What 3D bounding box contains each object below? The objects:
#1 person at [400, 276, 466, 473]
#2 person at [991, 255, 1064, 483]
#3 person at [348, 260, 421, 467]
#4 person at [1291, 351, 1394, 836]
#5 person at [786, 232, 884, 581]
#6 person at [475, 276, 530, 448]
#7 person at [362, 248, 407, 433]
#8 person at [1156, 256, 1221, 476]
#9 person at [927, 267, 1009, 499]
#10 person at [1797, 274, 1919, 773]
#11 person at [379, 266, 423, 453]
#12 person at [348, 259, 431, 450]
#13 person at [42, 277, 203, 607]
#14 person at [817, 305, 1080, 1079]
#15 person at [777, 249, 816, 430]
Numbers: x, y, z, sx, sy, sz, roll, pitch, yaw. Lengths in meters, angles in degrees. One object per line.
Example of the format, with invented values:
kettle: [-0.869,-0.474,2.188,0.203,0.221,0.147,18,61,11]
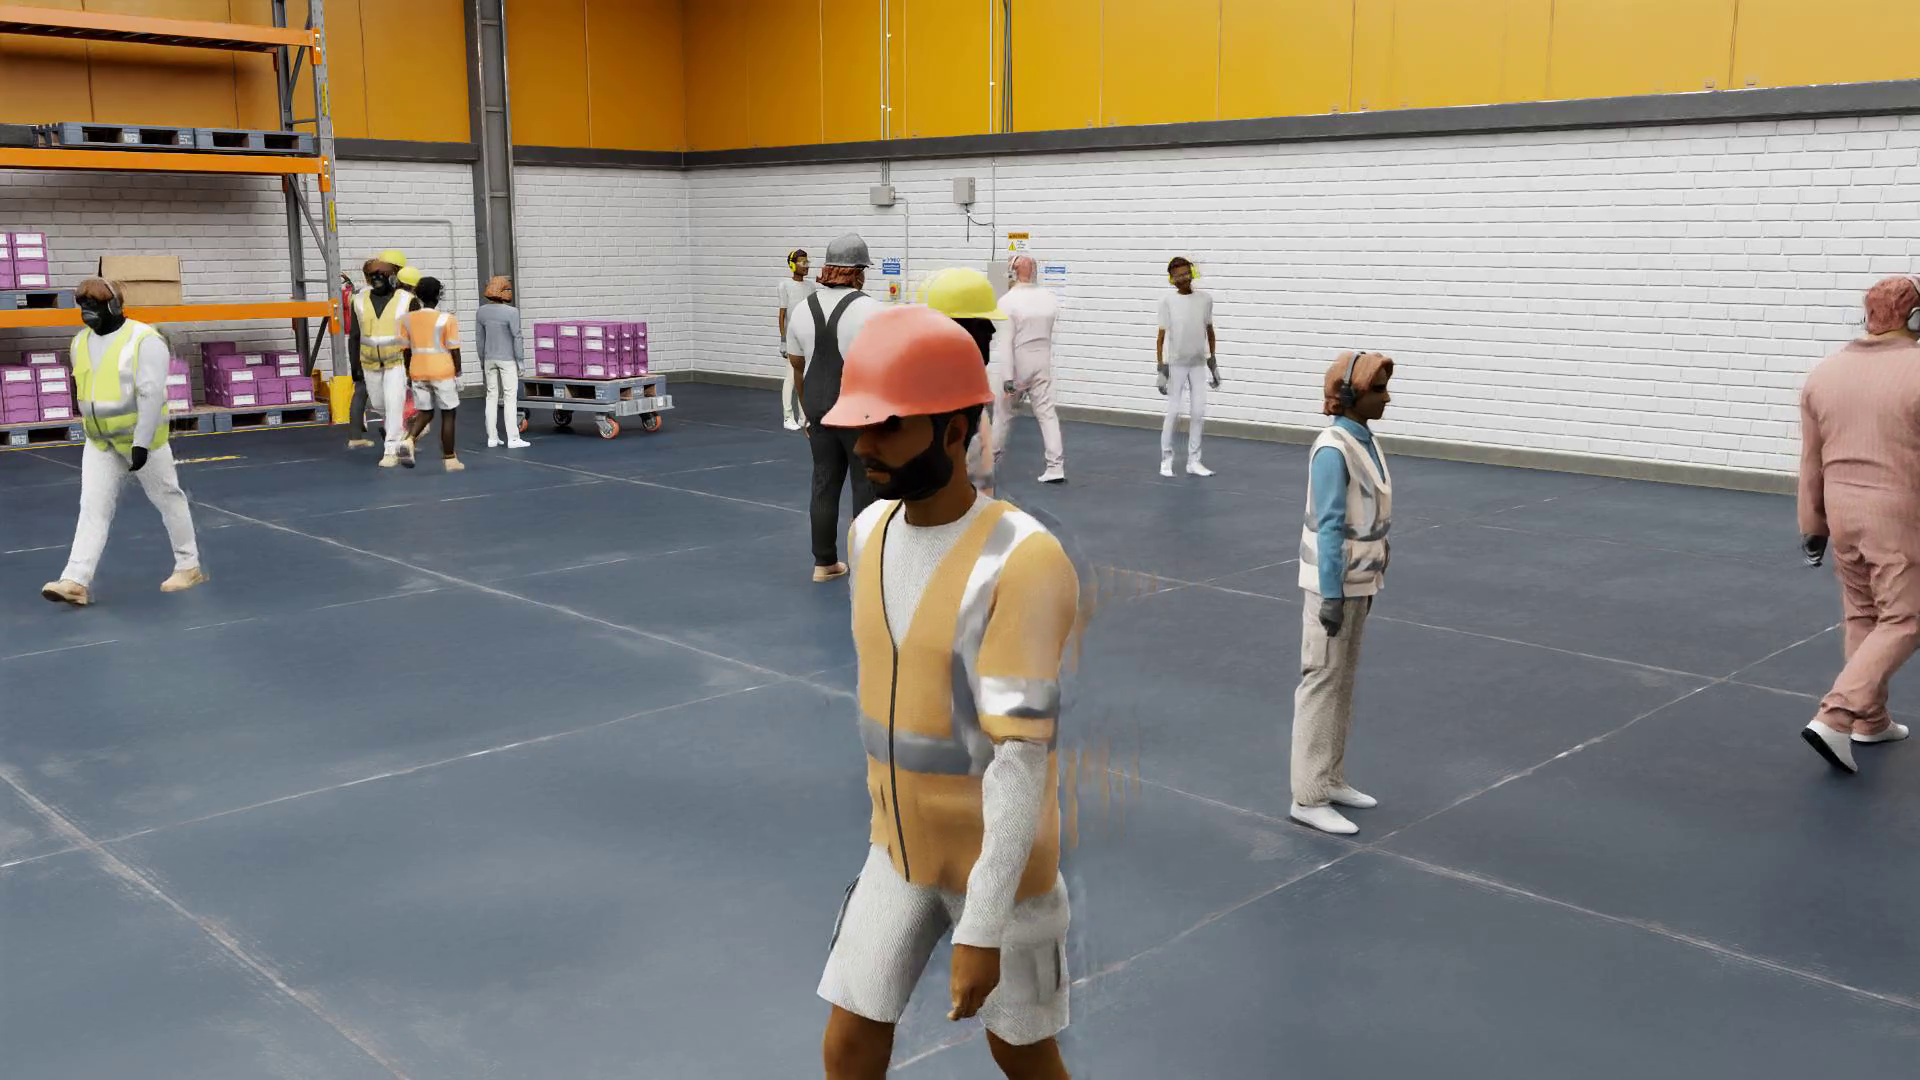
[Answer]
person: [-4.496,-1.386,14.070,0.550,1.683,0.526,3,11,17]
person: [0.509,-1.405,13.705,0.641,1.856,1.001,-8,13,-36]
person: [-5.111,-1.591,14.866,0.635,1.811,0.875,0,10,1]
person: [1.313,0.171,5.708,0.310,1.638,0.523,5,11,25]
person: [-0.625,-0.757,9.671,0.675,2.000,0.536,6,12,30]
person: [-4.379,-1.695,15.895,0.508,1.632,0.265,4,11,21]
person: [-5.773,-1.973,16.719,0.597,1.895,0.616,5,11,24]
person: [1.907,-1.451,14.018,0.580,1.839,0.419,-3,11,-15]
person: [-0.065,-0.017,5.988,0.506,1.910,0.593,1,10,6]
person: [3.509,-0.066,6.342,0.797,1.881,0.651,-4,11,-21]
person: [-5.114,-1.618,15.171,0.557,1.739,0.543,5,12,27]
person: [-5.555,-1.788,15.958,0.508,1.792,0.947,5,11,23]
person: [-4.639,-0.541,9.174,0.625,1.781,1.004,3,11,15]
person: [-0.095,0.560,2.866,0.912,1.895,0.570,-10,14,-43]
person: [-1.676,-2.086,17.415,0.324,1.861,0.526,9,14,41]
